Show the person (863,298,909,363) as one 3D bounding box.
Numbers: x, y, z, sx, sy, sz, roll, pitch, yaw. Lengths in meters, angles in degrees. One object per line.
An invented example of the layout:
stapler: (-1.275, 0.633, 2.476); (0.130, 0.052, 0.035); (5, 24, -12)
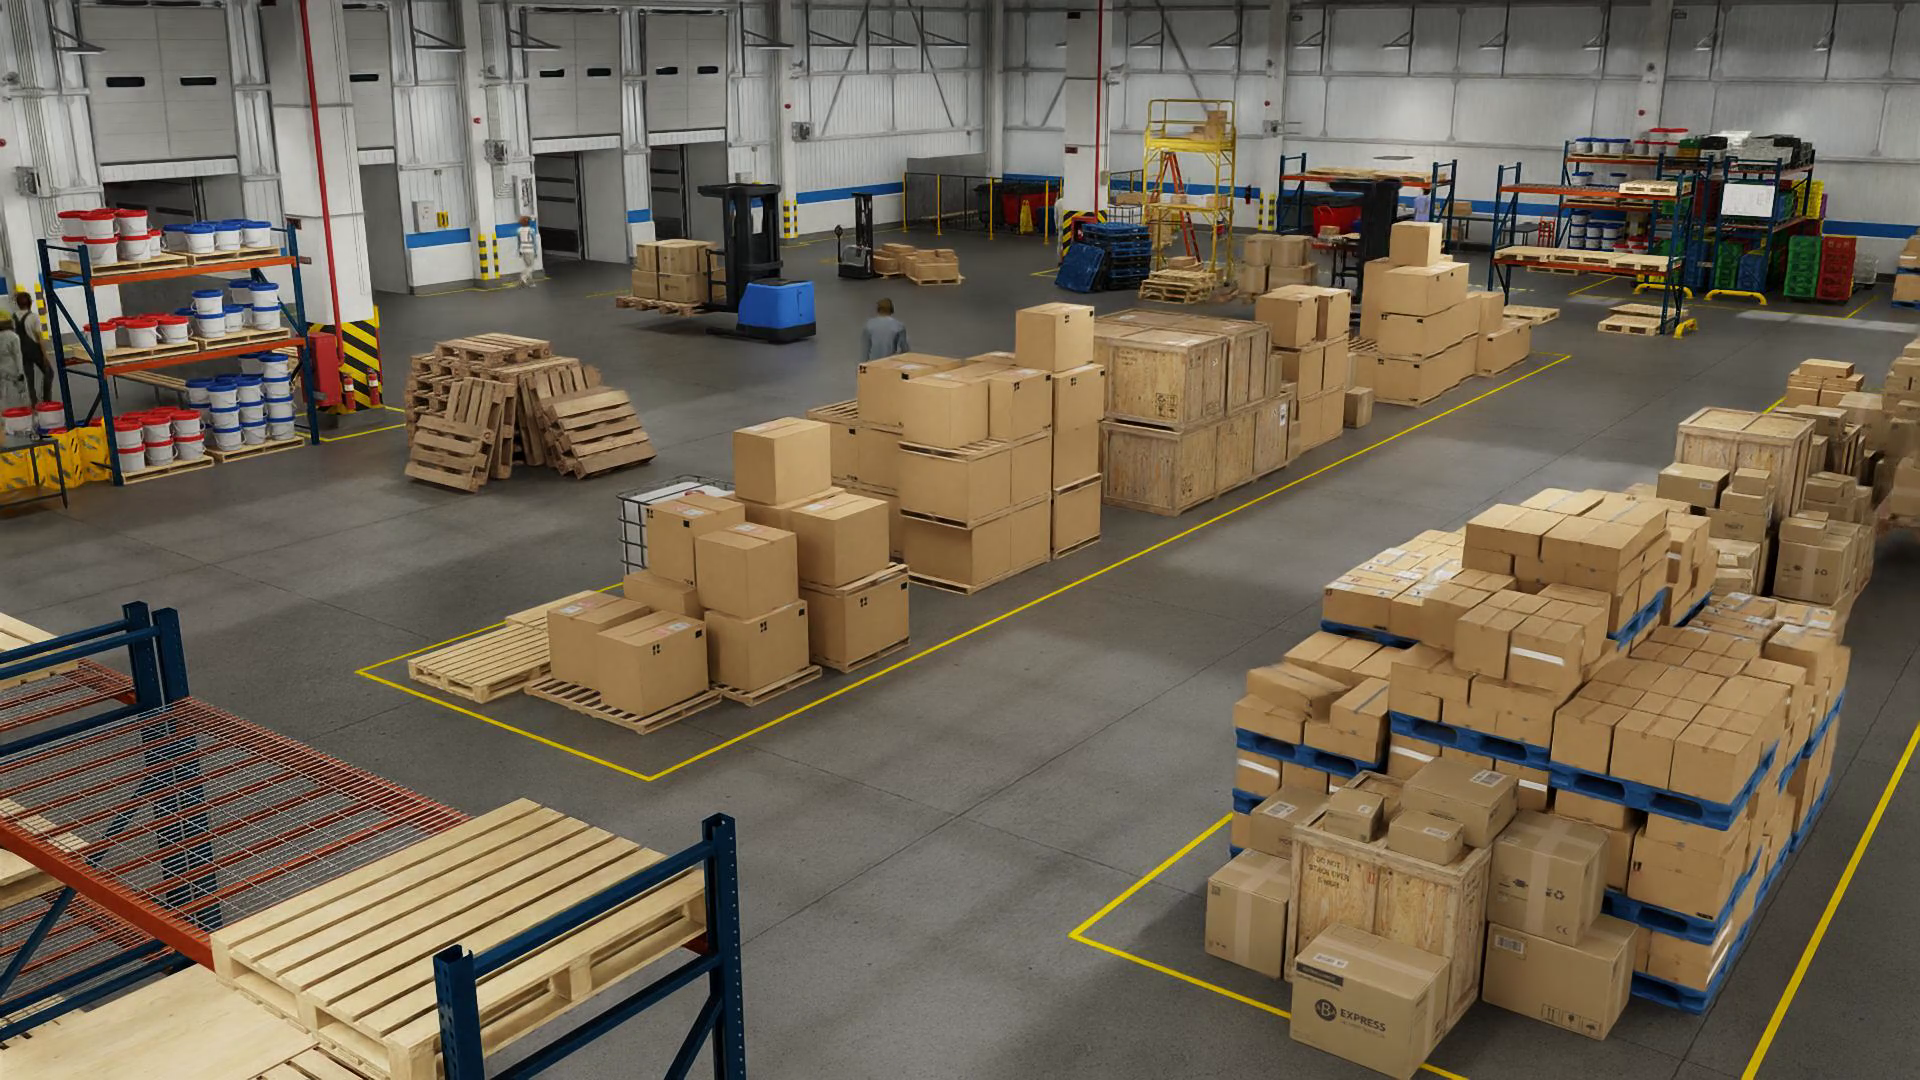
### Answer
person: (-1.054, -2.523, 23.832); (0.652, 1.888, 1.038); (6, 18, 18)

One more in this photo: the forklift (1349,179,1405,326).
forklift: (8.178, -5.518, 32.046); (1.873, 2.768, 1.129); (7, 18, 22)

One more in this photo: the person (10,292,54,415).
person: (-13.801, -2.799, 24.829); (0.548, 1.826, 0.591); (2, 17, 7)

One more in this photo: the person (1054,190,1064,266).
person: (2.599, -7.678, 40.814); (0.628, 1.933, 0.378); (13, 21, 37)

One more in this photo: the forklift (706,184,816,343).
forklift: (-3.717, -5.181, 30.929); (1.873, 2.768, 1.129); (12, 21, 35)

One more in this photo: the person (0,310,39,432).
person: (-13.623, -2.454, 23.891); (0.505, 1.708, 0.838); (-1, 17, -3)

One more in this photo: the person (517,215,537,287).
person: (-9.726, -6.453, 37.278); (0.522, 1.626, 0.532); (8, 19, 26)

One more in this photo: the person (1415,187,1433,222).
person: (11.812, -8.126, 42.302); (0.417, 1.925, 0.578); (-10, 20, -31)

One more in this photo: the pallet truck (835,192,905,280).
pallet truck: (-1.936, -7.159, 38.982); (1.885, 1.965, 0.823); (-12, 21, -34)

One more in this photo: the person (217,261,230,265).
person: (-12.366, -3.840, 28.190); (0.574, 1.883, 0.360); (16, 23, 42)
